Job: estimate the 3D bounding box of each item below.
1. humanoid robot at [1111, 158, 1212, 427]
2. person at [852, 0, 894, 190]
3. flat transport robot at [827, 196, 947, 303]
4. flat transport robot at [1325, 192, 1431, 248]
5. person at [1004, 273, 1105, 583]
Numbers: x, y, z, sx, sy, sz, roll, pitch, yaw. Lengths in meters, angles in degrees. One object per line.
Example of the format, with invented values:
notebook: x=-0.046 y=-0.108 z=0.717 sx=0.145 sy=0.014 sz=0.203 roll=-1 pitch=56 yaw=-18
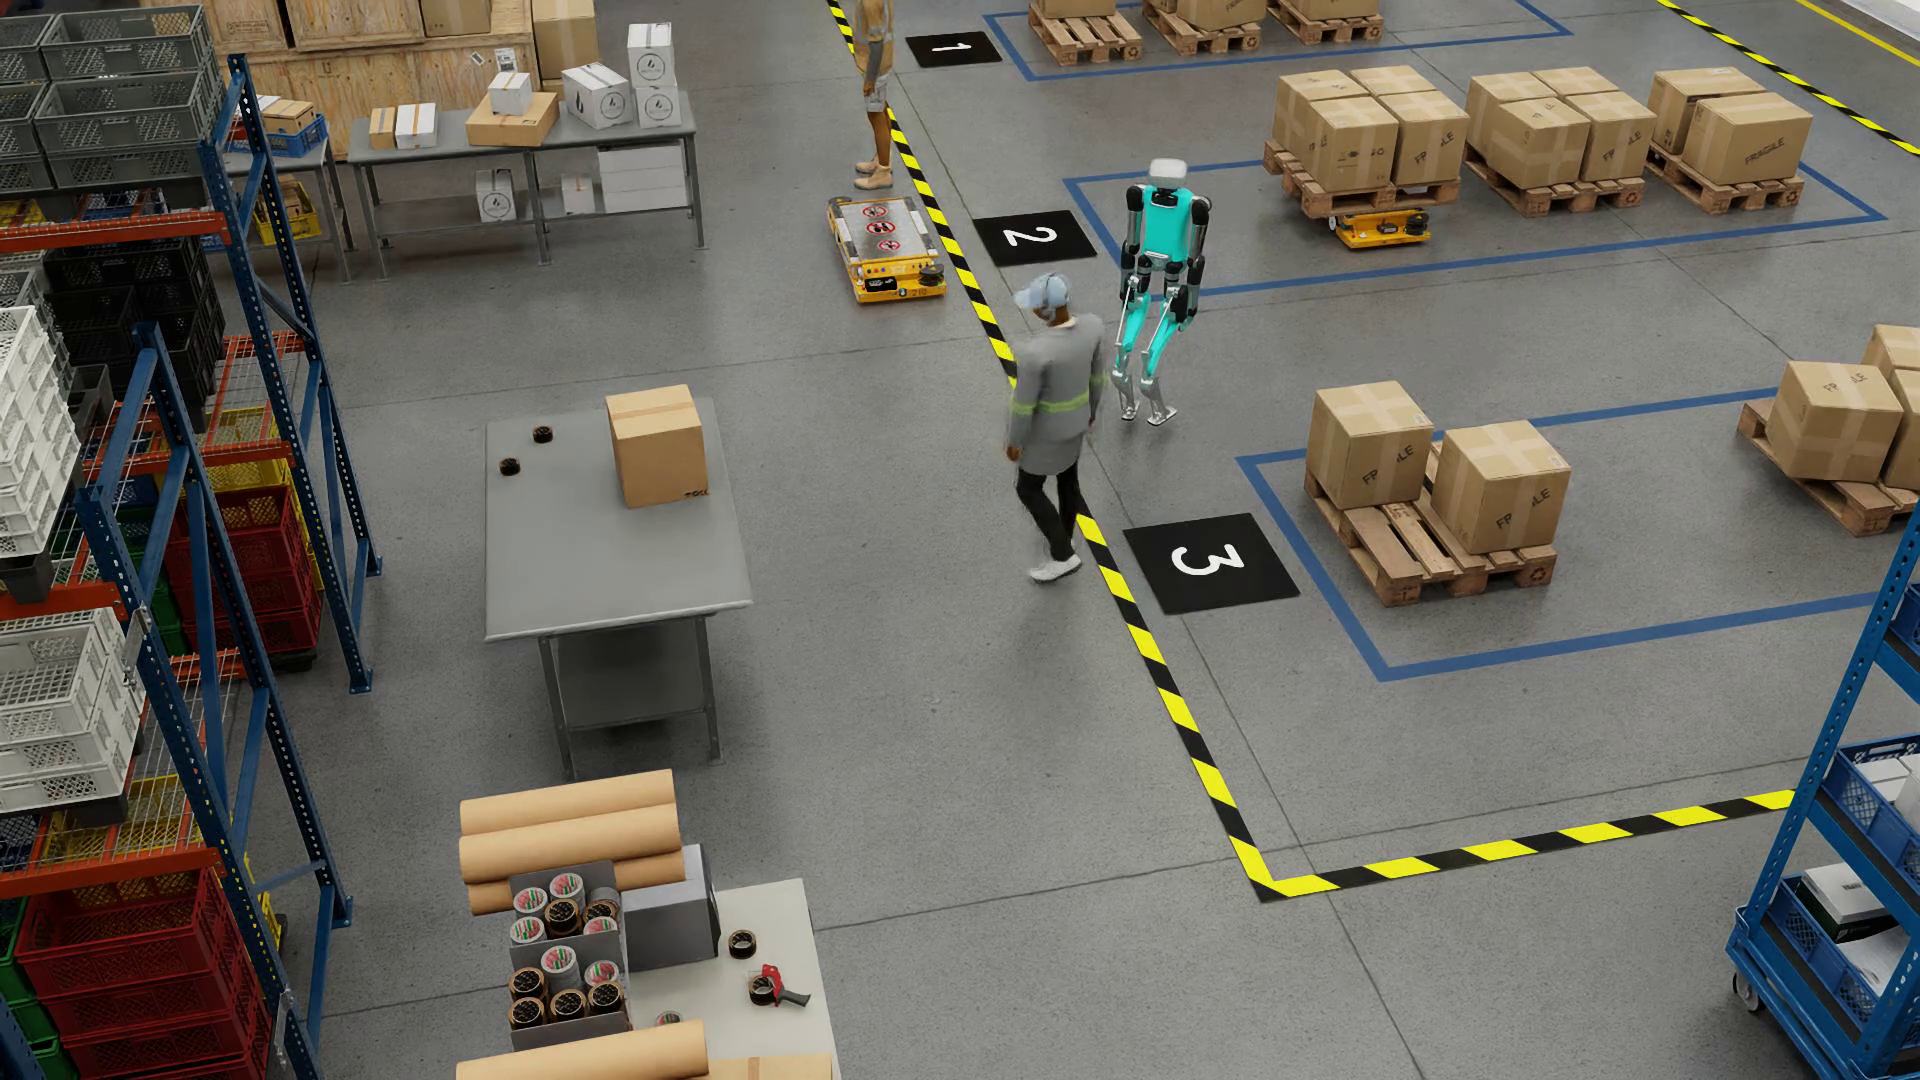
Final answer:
humanoid robot: x=1.137 y=-1.428 z=10.130 sx=0.533 sy=1.677 sz=0.735 roll=18 pitch=40 yaw=23
person: x=-0.708 y=-3.780 z=13.150 sx=0.373 sy=2.040 sz=0.613 roll=1 pitch=37 yaw=1
flat transport robot: x=-0.570 y=-2.220 z=12.538 sx=0.659 sy=0.231 sz=1.431 roll=-8 pitch=37 yaw=-10
flat transport robot: x=3.134 y=-2.740 z=13.213 sx=0.652 sy=0.197 sz=1.431 roll=-8 pitch=37 yaw=-10
person: x=0.553 y=-0.614 z=9.077 sx=0.635 sy=1.832 sz=0.504 roll=-30 pitch=46 yaw=-34
